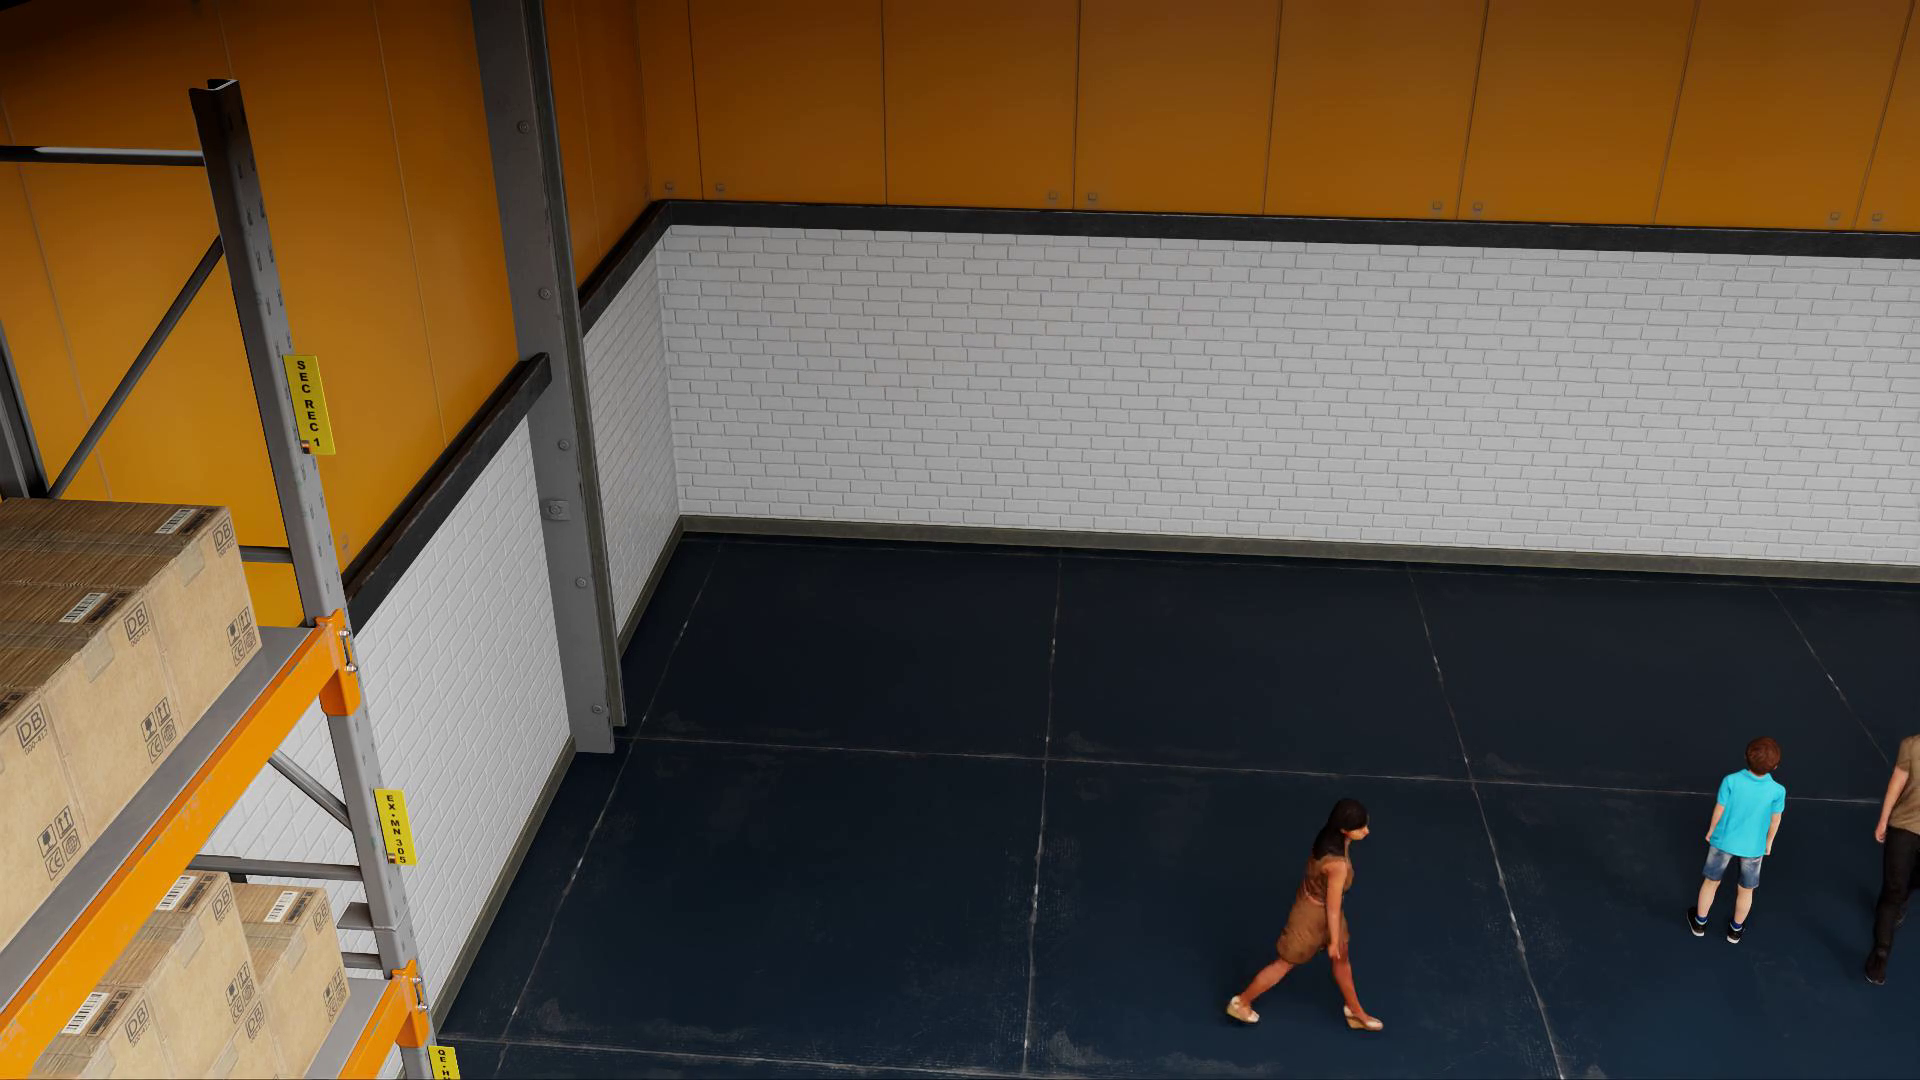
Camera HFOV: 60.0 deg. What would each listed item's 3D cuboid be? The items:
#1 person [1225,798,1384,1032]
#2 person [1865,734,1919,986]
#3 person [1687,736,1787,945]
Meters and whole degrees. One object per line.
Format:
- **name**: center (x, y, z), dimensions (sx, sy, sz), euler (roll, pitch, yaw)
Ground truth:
- **person**: center (1.882, 2.108, 9.230), dimensions (0.749, 1.634, 0.967), euler (4, 29, 7)
- **person**: center (5.700, 1.685, 9.808), dimensions (0.994, 1.823, 1.276), euler (15, 32, 25)
- **person**: center (4.692, 1.793, 10.000), dimensions (0.568, 1.449, 0.558), euler (10, 30, 18)
